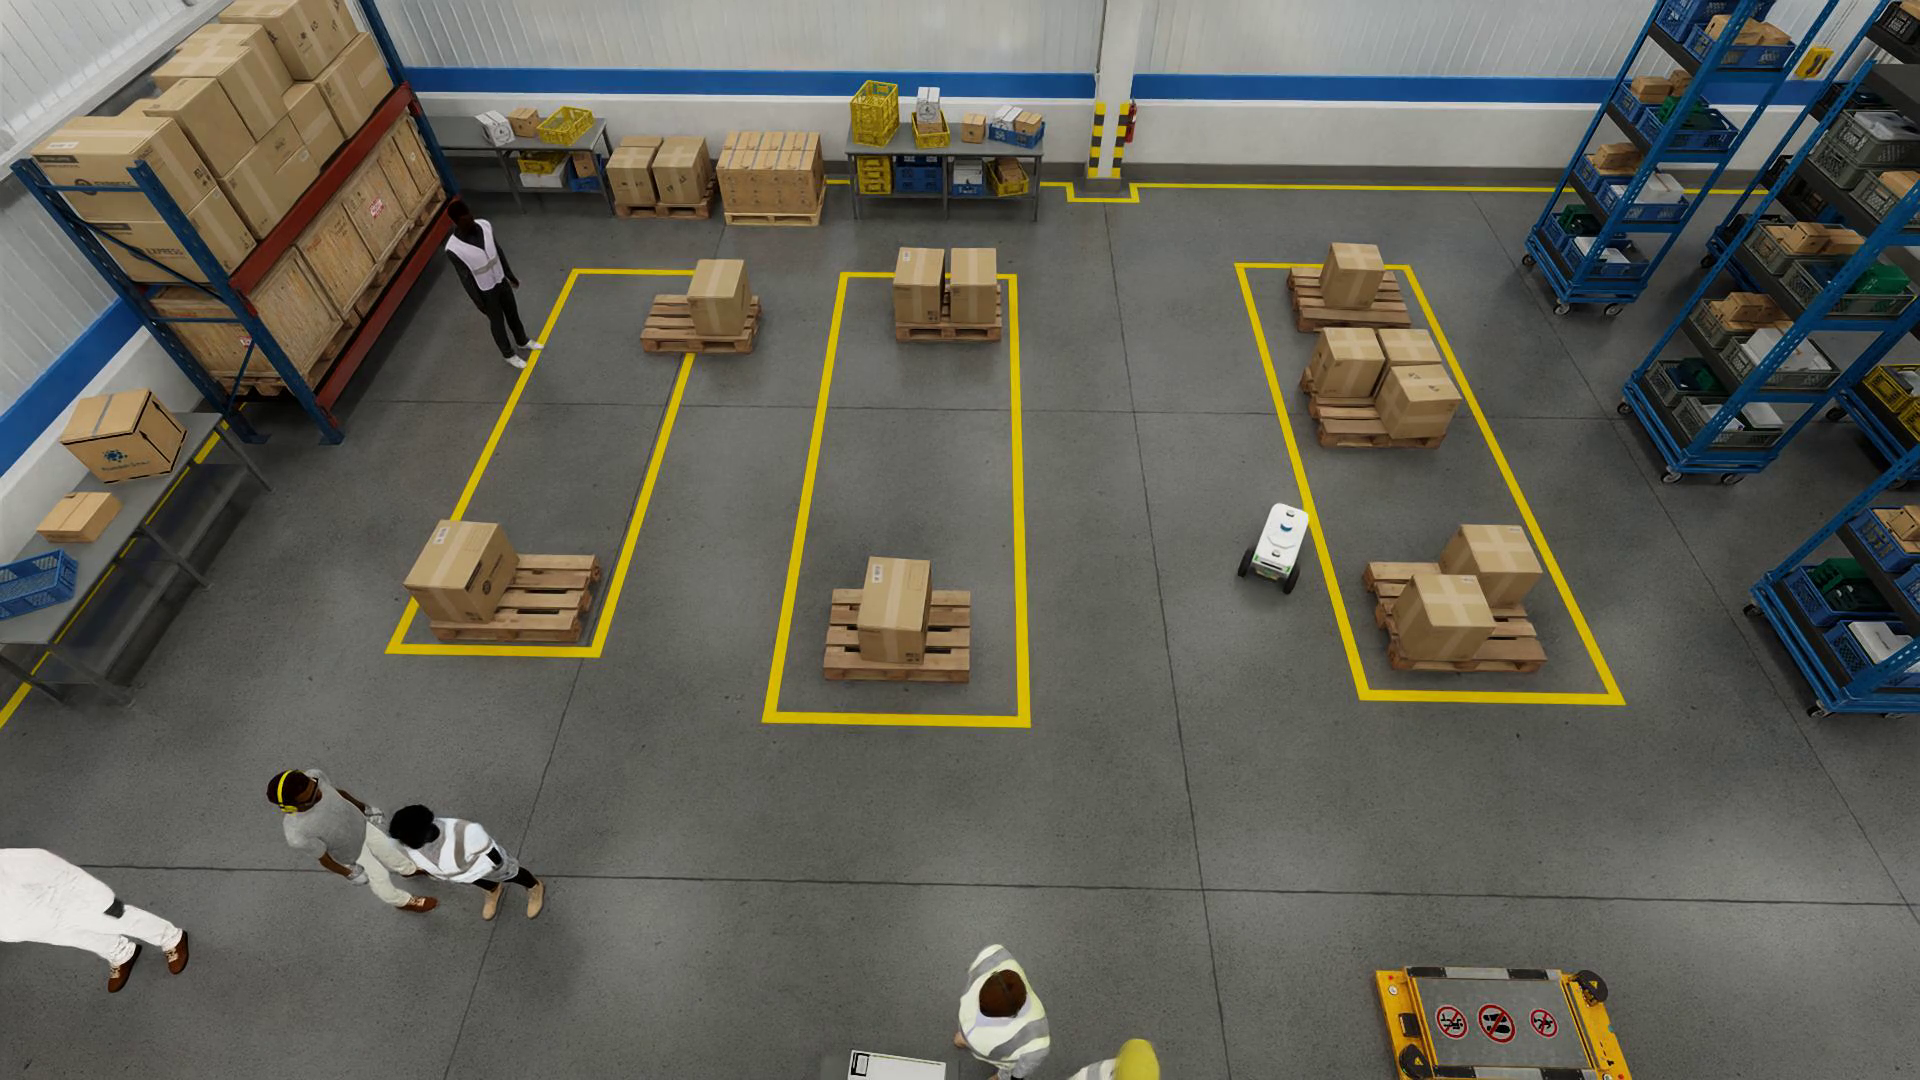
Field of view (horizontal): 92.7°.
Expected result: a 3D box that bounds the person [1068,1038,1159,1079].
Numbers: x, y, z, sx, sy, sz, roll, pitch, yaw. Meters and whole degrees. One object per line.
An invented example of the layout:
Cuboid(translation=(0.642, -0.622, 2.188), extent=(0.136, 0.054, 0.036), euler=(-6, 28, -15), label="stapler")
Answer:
Cuboid(translation=(0.839, 3.076, 4.969), extent=(0.603, 1.824, 0.403), euler=(13, 52, 10), label="person")

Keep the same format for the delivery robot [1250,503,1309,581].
Cuboid(translation=(2.878, 0.003, 8.225), extent=(0.477, 0.478, 0.707), euler=(21, 54, 16), label="delivery robot")

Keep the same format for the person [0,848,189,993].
Cuboid(translation=(-5.504, 2.286, 5.562), extent=(0.643, 1.901, 0.400), euler=(-11, 52, -9), label="person")

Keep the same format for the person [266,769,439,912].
Cuboid(translation=(-3.872, 1.930, 5.884), extent=(0.329, 1.856, 0.518), euler=(-10, 52, -8), label="person")

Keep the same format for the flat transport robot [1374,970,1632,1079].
Cuboid(translation=(3.501, 3.133, 5.914), extent=(1.431, 0.197, 0.652), euler=(1, 51, 1), label="flat transport robot")

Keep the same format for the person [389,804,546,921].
Cuboid(translation=(-3.155, 2.069, 5.875), extent=(0.536, 1.691, 0.323), euler=(-2, 51, -2), label="person")

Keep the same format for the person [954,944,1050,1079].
Cuboid(translation=(0.210, 2.769, 5.205), extent=(0.429, 1.844, 0.624), euler=(-24, 55, -18), label="person")

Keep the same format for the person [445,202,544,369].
Cuboid(translation=(-4.926, -2.672, 9.598), extent=(0.386, 1.913, 0.592), euler=(15, 52, 12), label="person")
